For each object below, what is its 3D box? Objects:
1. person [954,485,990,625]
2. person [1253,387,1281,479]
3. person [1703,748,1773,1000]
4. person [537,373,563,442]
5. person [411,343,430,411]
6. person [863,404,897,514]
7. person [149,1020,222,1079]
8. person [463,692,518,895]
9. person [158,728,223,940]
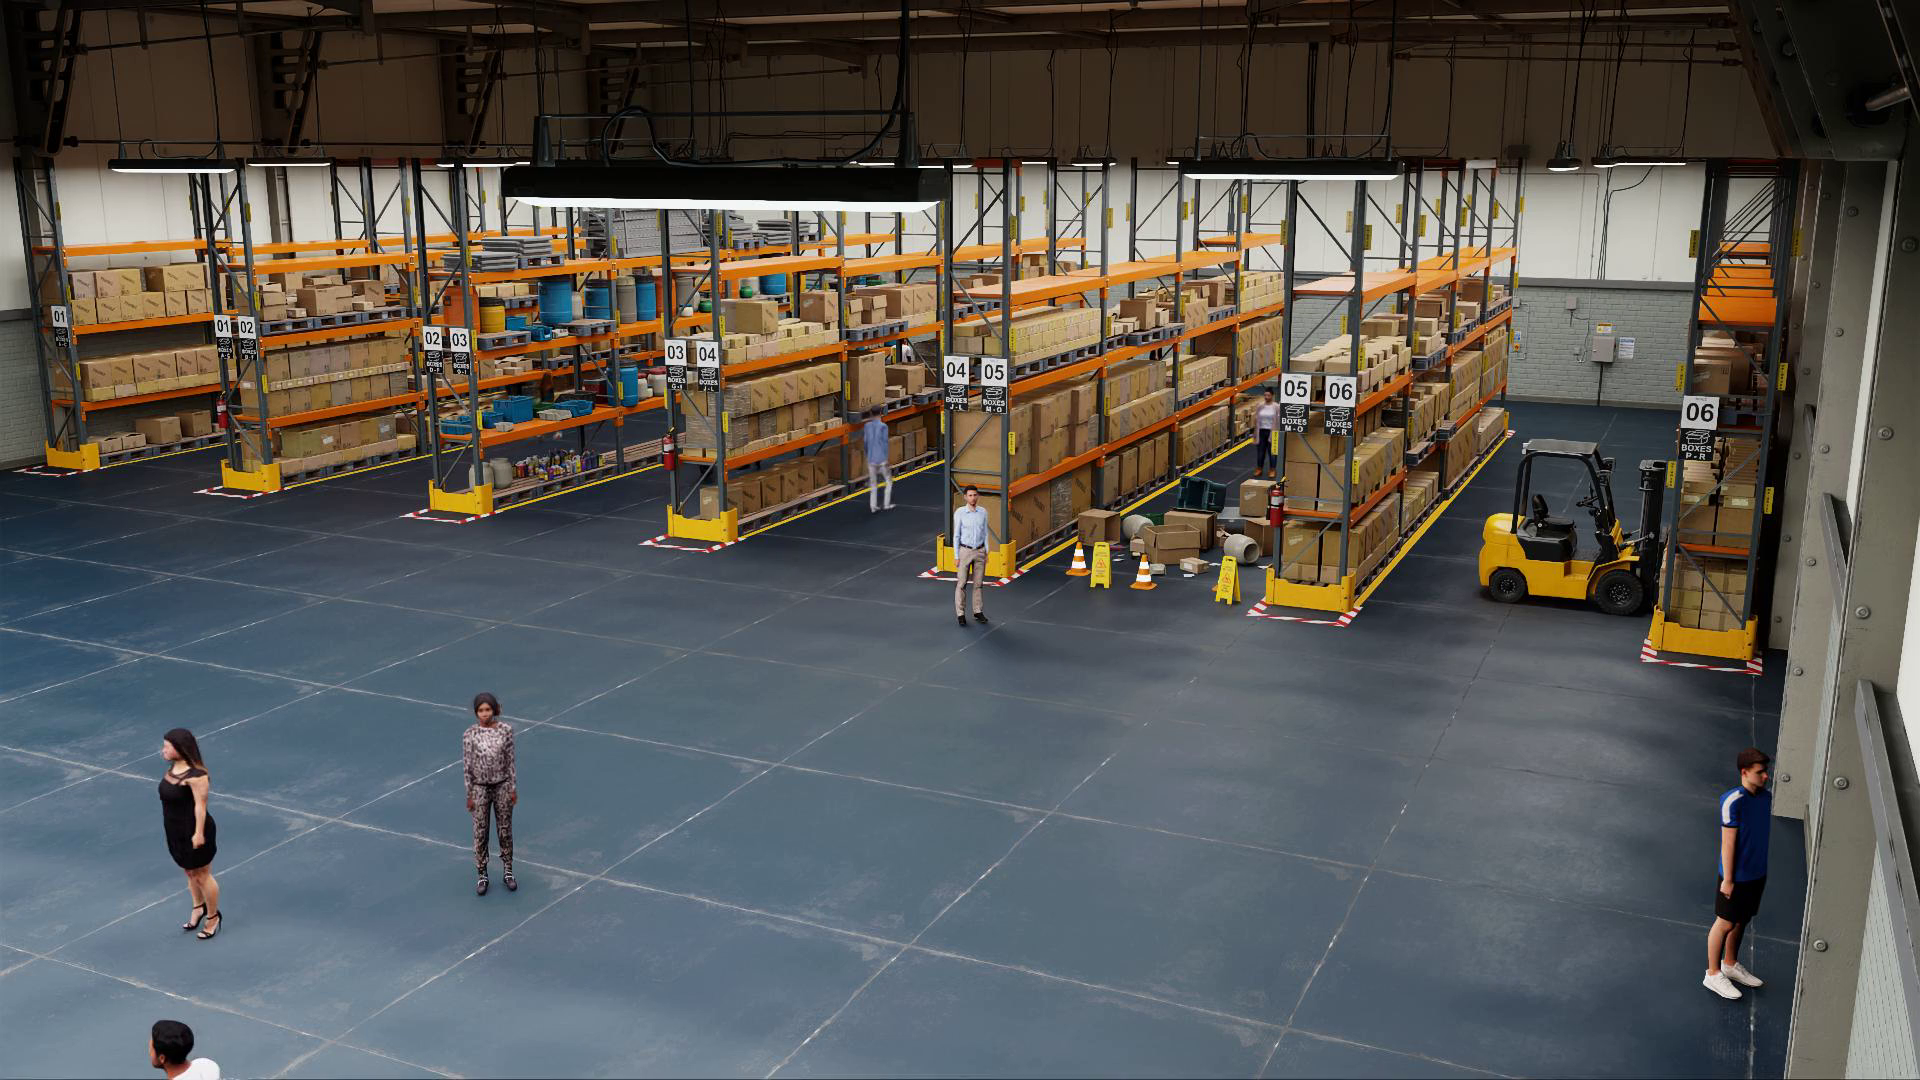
[{"bbox_3d":[0.156,0.175,21.915,0.752,1.846,0.808,-4,14,-18],"label":"person"},{"bbox_3d":[5.898,-2.066,31.823,0.671,1.743,0.596,6,14,25],"label":"person"},{"bbox_3d":[5.739,2.411,12.217,0.691,1.866,0.810,-9,16,-34],"label":"person"},{"bbox_3d":[-8.951,-2.868,35.914,0.585,1.459,0.936,5,14,21],"label":"person"},{"bbox_3d":[-12.661,-3.757,39.069,0.629,1.769,0.568,4,14,19],"label":"person"},{"bbox_3d":[-1.450,-1.382,28.589,0.670,1.870,0.752,7,15,26],"label":"person"},{"bbox_3d":[-3.906,3.310,8.661,0.815,1.718,0.720,0,13,-2],"label":"person"},{"bbox_3d":[-3.914,2.100,13.896,0.680,1.714,0.740,-5,14,-19],"label":"person"},{"bbox_3d":[-6.030,2.290,13.068,0.727,1.718,0.739,-12,18,-42],"label":"person"}]
